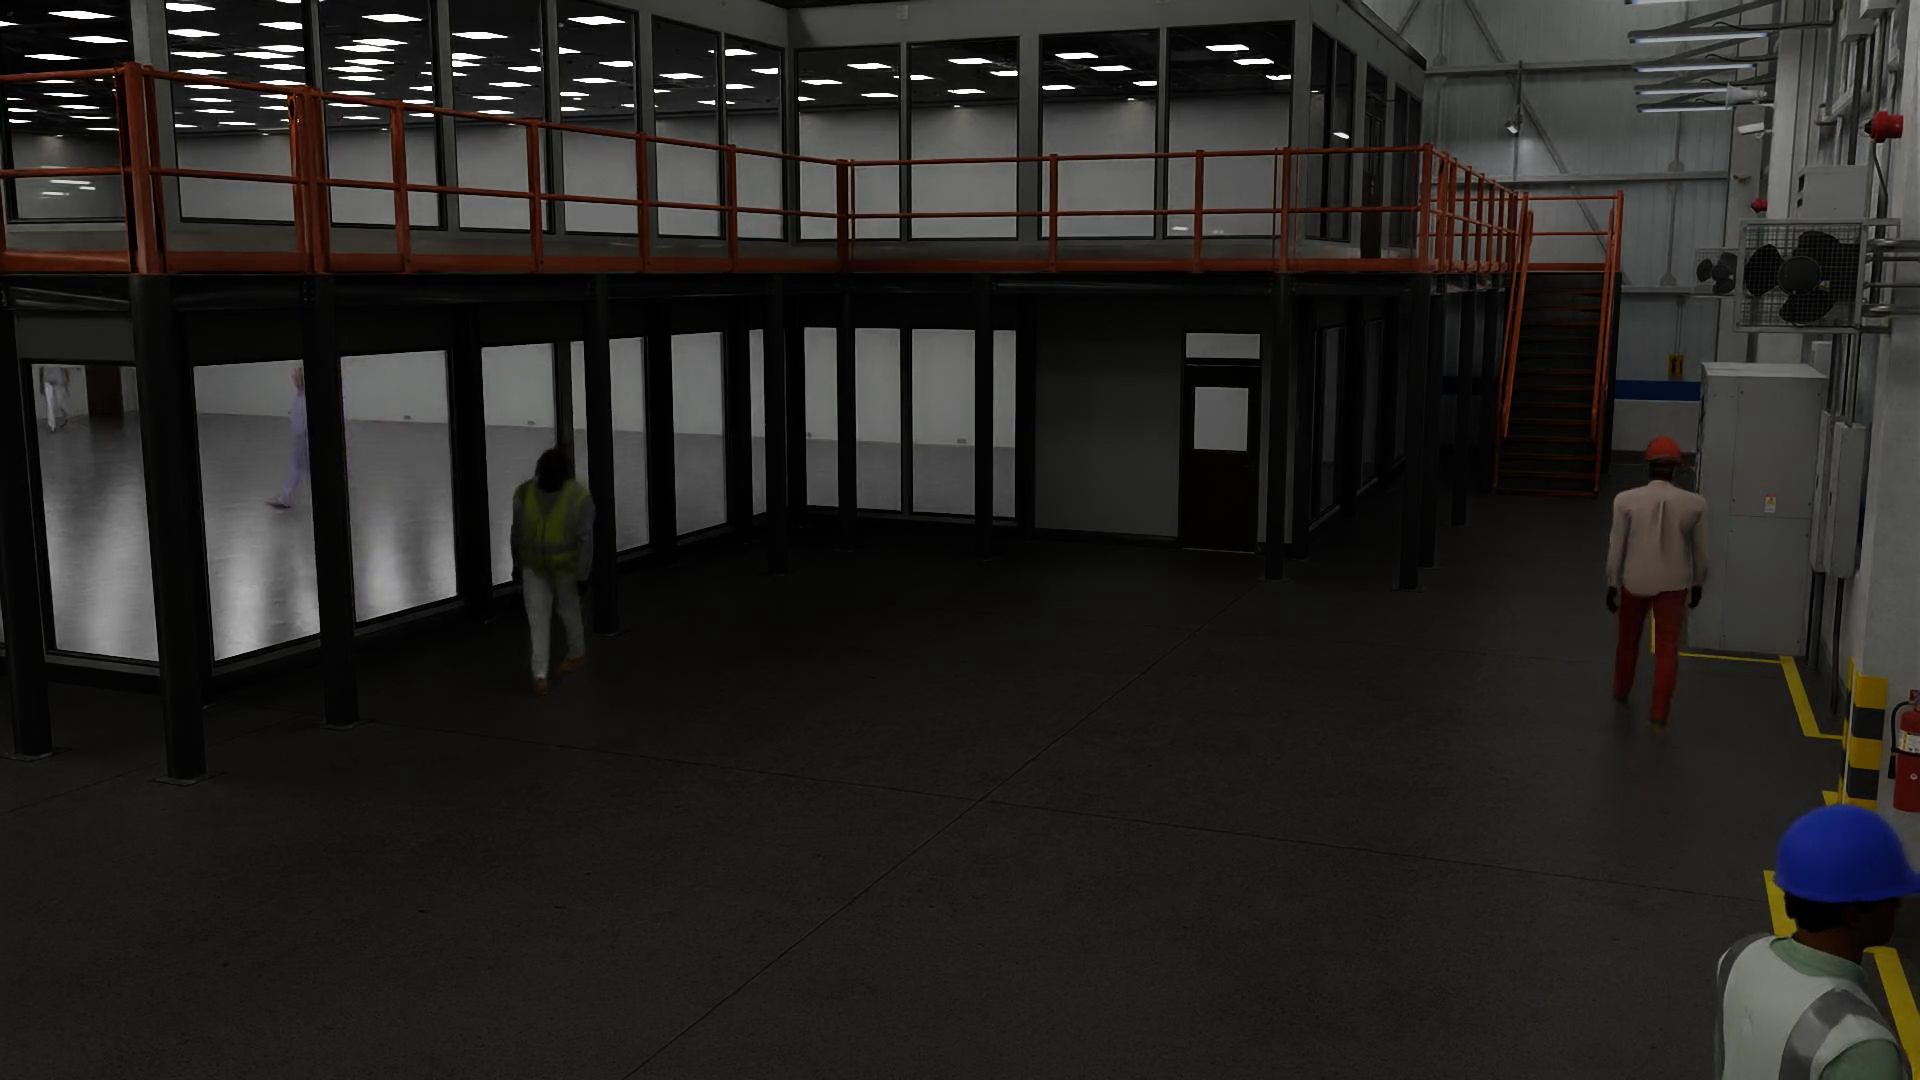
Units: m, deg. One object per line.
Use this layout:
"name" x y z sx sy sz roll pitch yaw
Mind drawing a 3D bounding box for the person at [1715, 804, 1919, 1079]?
"person" 1.818 1.515 3.582 0.380 1.951 0.602 0 9 -1

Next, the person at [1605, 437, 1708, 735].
"person" 4.699 0.275 11.250 0.657 1.939 1.006 3 10 16

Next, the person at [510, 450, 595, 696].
"person" -3.003 0.200 12.262 0.666 1.780 0.930 0 9 1
